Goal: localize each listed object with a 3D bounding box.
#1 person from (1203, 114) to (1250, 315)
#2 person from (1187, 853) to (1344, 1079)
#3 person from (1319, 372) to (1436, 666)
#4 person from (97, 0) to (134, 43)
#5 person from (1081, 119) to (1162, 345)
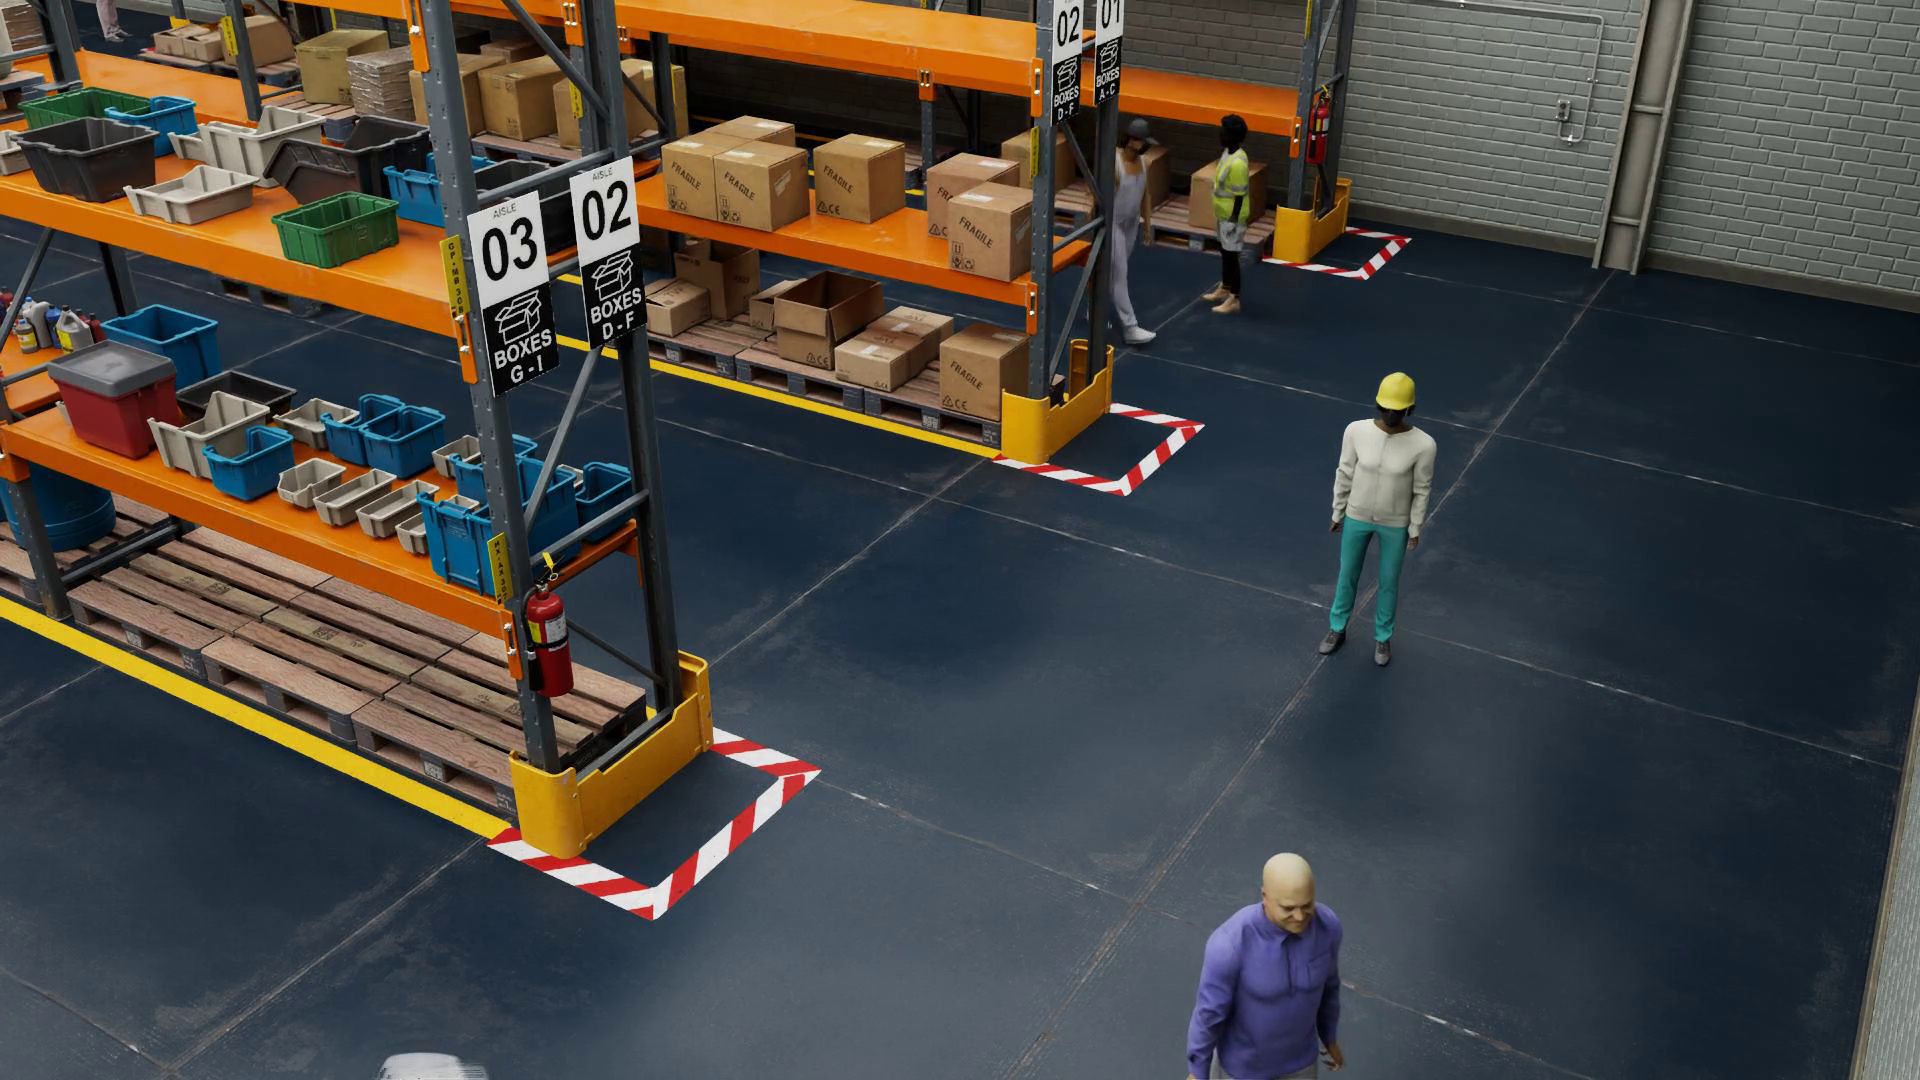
[{"bbox_3d":[2.285,-2.764,14.126,0.317,1.697,0.540,-1,29,-3],"label":"person"},{"bbox_3d":[1.054,1.794,5.843,0.606,1.797,0.374,-10,31,-17],"label":"person"},{"bbox_3d":[2.336,-0.117,9.302,0.524,1.772,0.307,11,31,20],"label":"person"},{"bbox_3d":[-11.995,-7.914,23.214,0.390,1.846,0.564,0,29,-1],"label":"person"},{"bbox_3d":[1.348,-2.504,13.552,0.591,1.799,0.893,-21,35,-33],"label":"person"}]
